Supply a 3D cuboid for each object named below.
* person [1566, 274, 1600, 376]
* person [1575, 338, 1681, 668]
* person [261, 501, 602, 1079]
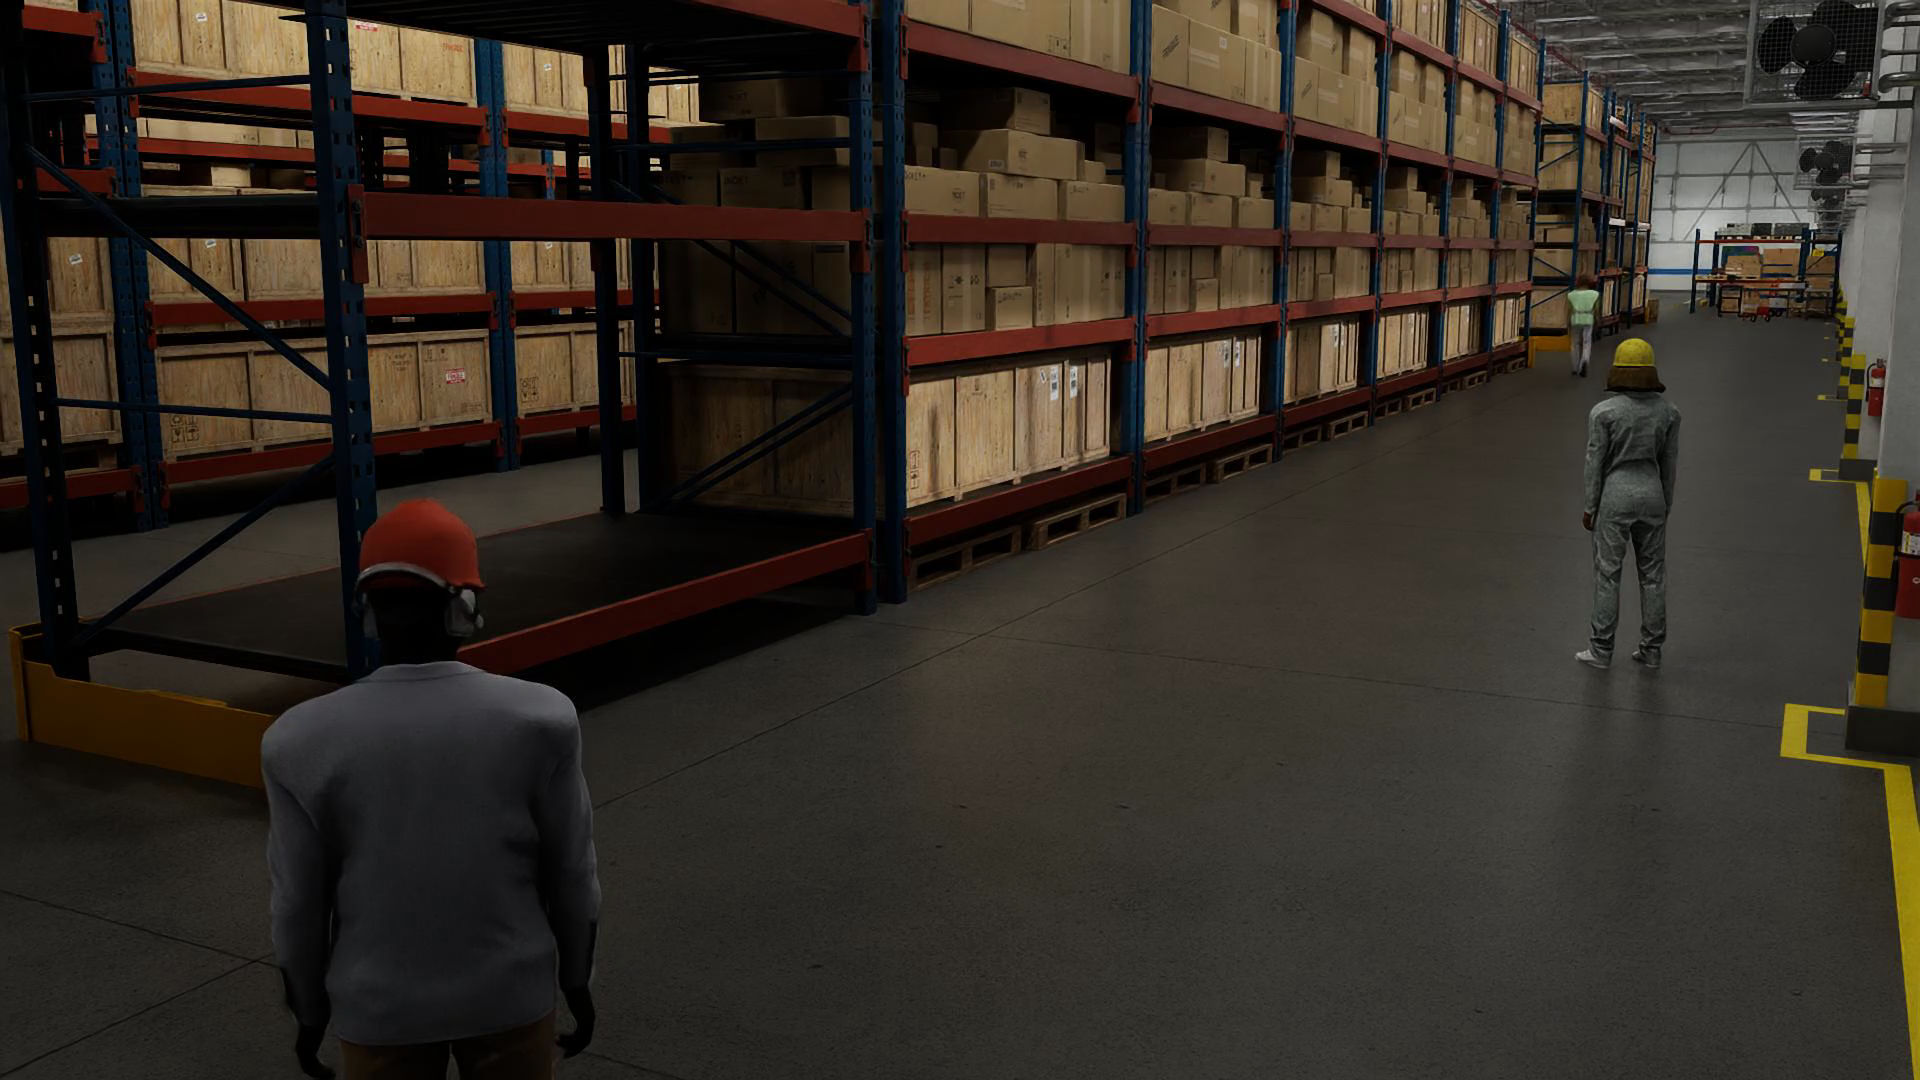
[{"bbox_3d":[11.022,-3.807,29.465,0.578,1.820,0.778,3,10,18],"label":"person"},{"bbox_3d":[3.516,-0.189,8.768,0.482,1.735,0.340,-1,10,-3],"label":"person"},{"bbox_3d":[-0.934,0.797,3.020,0.561,1.742,0.337,-3,10,-15],"label":"person"}]
